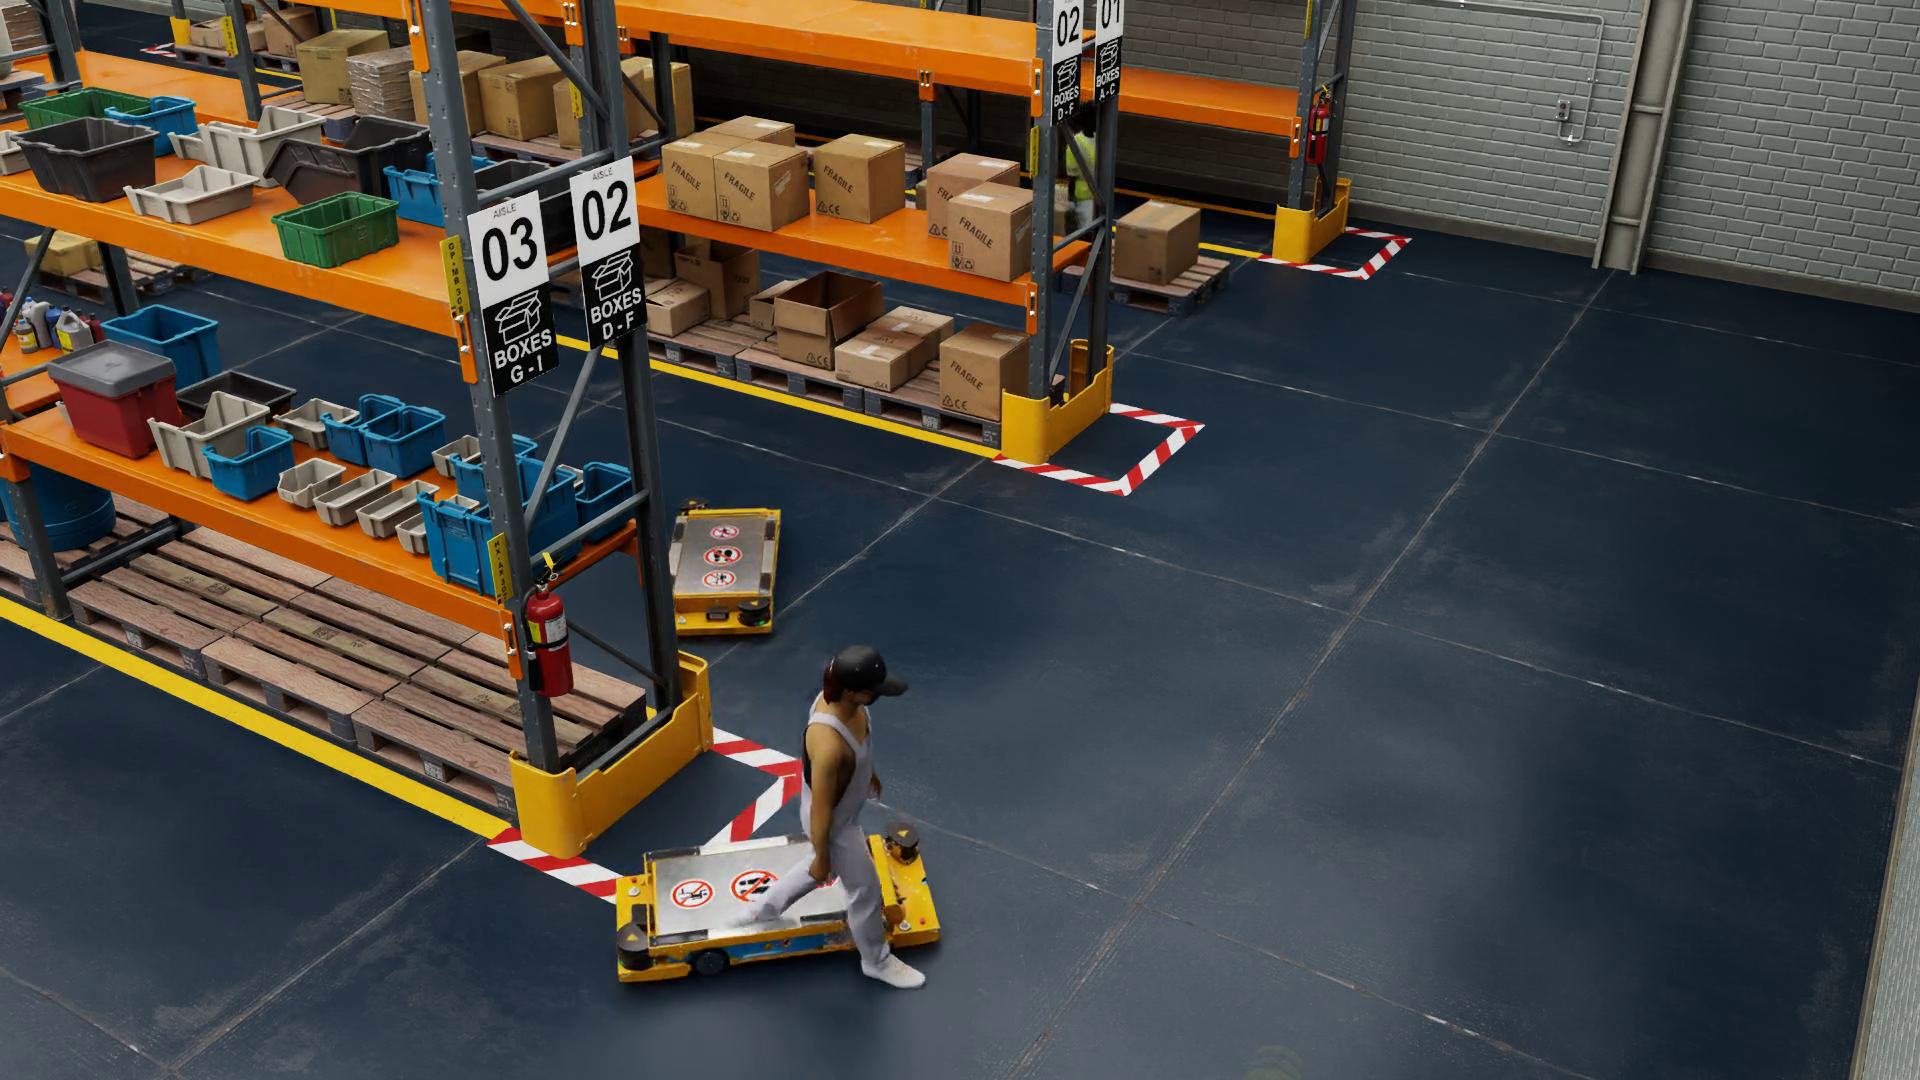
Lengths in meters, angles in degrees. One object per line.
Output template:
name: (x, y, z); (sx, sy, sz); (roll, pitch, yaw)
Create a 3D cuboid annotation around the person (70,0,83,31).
person: (-12.038, -7.366, 22.262); (0.609, 1.812, 0.657); (-8, 30, -15)

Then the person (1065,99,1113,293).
person: (1.121, -3.047, 14.666); (0.711, 1.674, 0.541); (16, 33, 26)

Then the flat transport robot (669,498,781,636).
flat transport robot: (-1.473, 0.152, 10.361); (0.659, 0.231, 1.431); (-1, 29, -3)

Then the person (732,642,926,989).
person: (-0.585, 1.138, 7.002); (0.817, 1.817, 0.587); (3, 29, 6)

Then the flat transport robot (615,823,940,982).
flat transport robot: (-0.854, 1.660, 7.654); (1.431, 0.231, 0.659); (-5, 30, -10)
